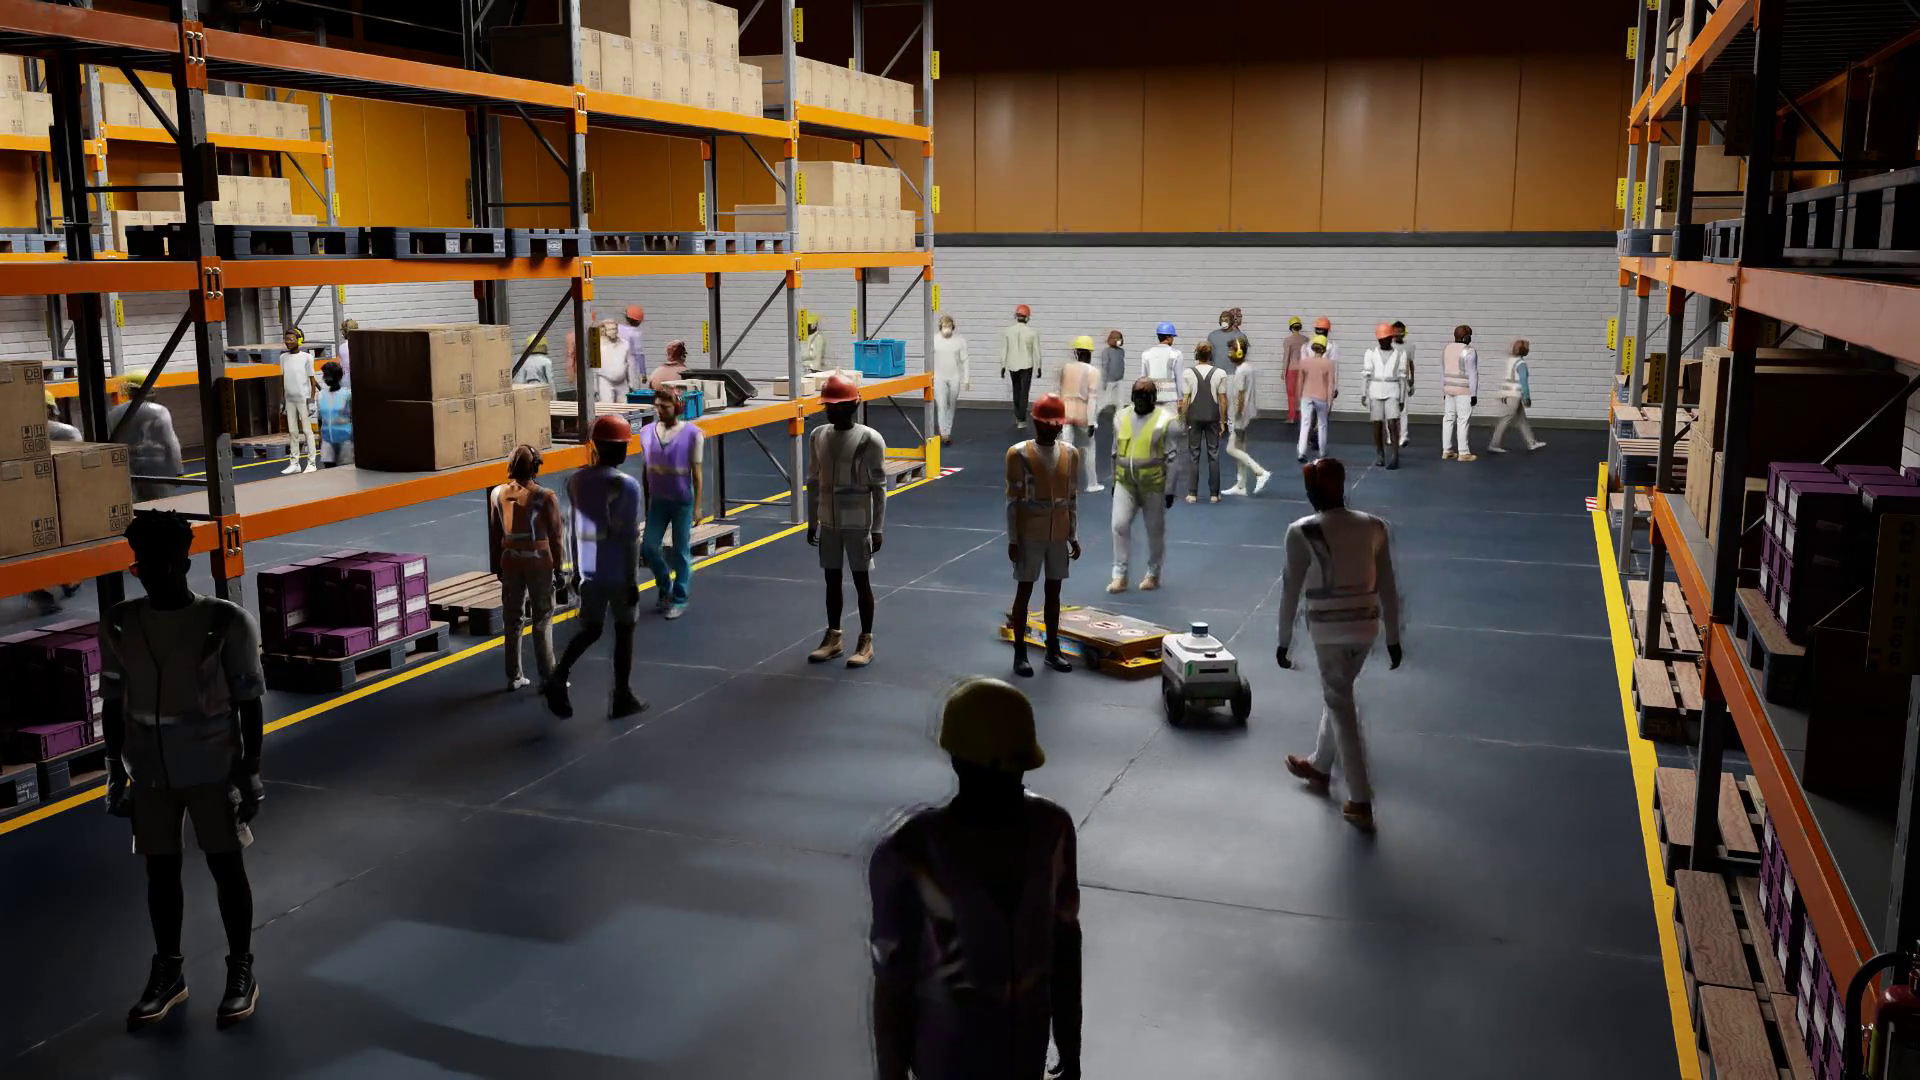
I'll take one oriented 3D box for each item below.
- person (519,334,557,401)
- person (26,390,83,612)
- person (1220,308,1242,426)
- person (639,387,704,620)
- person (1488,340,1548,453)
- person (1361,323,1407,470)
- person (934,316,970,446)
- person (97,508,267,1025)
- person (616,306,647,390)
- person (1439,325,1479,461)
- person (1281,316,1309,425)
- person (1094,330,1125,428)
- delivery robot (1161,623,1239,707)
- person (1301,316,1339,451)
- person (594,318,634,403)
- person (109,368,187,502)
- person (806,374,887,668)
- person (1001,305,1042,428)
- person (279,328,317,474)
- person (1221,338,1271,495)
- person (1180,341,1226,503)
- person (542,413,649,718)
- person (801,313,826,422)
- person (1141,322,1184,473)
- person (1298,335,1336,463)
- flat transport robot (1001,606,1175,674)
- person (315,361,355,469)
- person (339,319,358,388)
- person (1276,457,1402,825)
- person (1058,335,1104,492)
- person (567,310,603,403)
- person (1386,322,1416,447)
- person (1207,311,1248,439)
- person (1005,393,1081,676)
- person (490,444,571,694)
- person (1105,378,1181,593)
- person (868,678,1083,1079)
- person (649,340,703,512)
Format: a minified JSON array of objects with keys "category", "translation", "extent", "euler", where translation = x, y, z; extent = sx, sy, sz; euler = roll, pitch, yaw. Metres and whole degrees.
[{"category":"person","translation":[-5.739,-1.969,22.831],"extent":[0.508,1.700,0.856],"euler":[4,11,21]},{"category":"person","translation":[-7.391,-0.331,13.470],"extent":[0.629,1.782,0.905],"euler":[0,10,-1]},{"category":"person","translation":[4.434,-2.800,26.962],"extent":[0.406,1.911,0.639],"euler":[-2,10,-10]},{"category":"person","translation":[-2.252,-0.290,13.039],"extent":[0.584,1.829,0.442],"euler":[3,11,18]},{"category":"person","translation":[7.873,-2.011,23.409],"extent":[0.875,1.590,0.541],"euler":[1,10,4]},{"category":"person","translation":[5.570,-1.895,21.866],"extent":[0.560,1.906,0.652],"euler":[4,11,23]},{"category":"person","translation":[-0.175,-2.335,24.412],"extent":[0.651,1.884,1.012],"euler":[-1,10,-8]},{"category":"person","translation":[-2.918,0.851,6.246],"extent":[0.610,1.962,0.363],"euler":[0,10,-2]},{"category":"person","translation":[-5.175,-2.647,25.904],"extent":[0.708,1.988,0.405],"euler":[6,12,30]},{"category":"person","translation":[6.811,-1.999,22.638],"extent":[0.429,1.844,0.626],"euler":[-6,12,-29]},{"category":"person","translation":[5.468,-2.769,27.193],"extent":[0.528,1.764,0.328],"euler":[-5,11,-27]},{"category":"person","translation":[2.368,-2.503,26.136],"extent":[0.505,1.605,0.702],"euler":[-8,13,-39]},{"category":"delivery robot","translation":[1.501,0.763,10.443],"extent":[0.477,0.478,0.707],"euler":[-1,10,-6]},{"category":"person","translation":[5.064,-2.200,23.536],"extent":[0.578,1.925,0.608],"euler":[7,12,34]},{"category":"person","translation":[-4.968,-2.208,23.674],"extent":[0.669,1.890,0.487],"euler":[-8,13,-39]},{"category":"person","translation":[-7.370,-0.651,15.120],"extent":[0.597,1.812,0.427],"euler":[3,11,18]},{"category":"person","translation":[-0.813,-0.128,11.534],"extent":[0.615,2.041,0.392],"euler":[5,11,28]},{"category":"person","translation":[1.032,-2.816,26.913],"extent":[0.658,1.964,0.810],"euler":[4,11,21]},{"category":"person","translation":[-8.479,-1.765,21.268],"extent":[0.515,1.862,0.328],"euler":[2,10,12]},{"category":"person","translation":[3.337,-1.420,19.352],"extent":[0.506,1.850,0.560],"euler":[4,11,20]},{"category":"person","translation":[2.761,-1.330,18.882],"extent":[0.506,1.838,0.350],"euler":[1,10,7]},{"category":"person","translation":[-2.227,0.190,10.129],"extent":[0.558,1.917,0.704],"euler":[6,12,30]},{"category":"person","translation":[-2.357,-2.850,27.522],"extent":[0.796,1.809,0.589],"euler":[-6,12,-32]},{"category":"person","translation":[2.616,-1.824,21.375],"extent":[0.602,1.941,0.402],"euler":[7,12,34]},{"category":"person","translation":[4.799,-1.911,22.472],"extent":[0.523,1.726,0.898],"euler":[4,11,22]},{"category":"flat transport robot","translation":[0.982,0.689,11.922],"extent":[0.652,0.197,1.431],"euler":[-7,12,-36]},{"category":"person","translation":[-6.726,-1.114,18.112],"extent":[0.542,1.683,0.588],"euler":[2,10,12]},{"category":"person","translation":[-8.205,-2.039,22.613],"extent":[0.356,1.931,0.630],"euler":[2,10,14]},{"category":"person","translation":[1.944,0.491,8.611],"extent":[0.607,1.828,0.963],"euler":[-4,11,-20]},{"category":"person","translation":[1.331,-1.456,19.500],"extent":[0.602,1.881,0.933],"euler":[9,13,40]},{"category":"person","translation":[-5.725,-2.584,25.602],"extent":[0.631,1.951,0.523],"euler":[-5,11,-27]},{"category":"person","translation":[6.378,-2.264,24.212],"extent":[0.518,1.806,0.999],"euler":[2,10,8]},{"category":"person","translation":[4.011,-2.491,25.135],"extent":[0.628,1.940,0.373],"euler":[4,11,21]},{"category":"person","translation":[0.578,-0.042,11.354],"extent":[0.543,1.935,0.370],"euler":[-4,11,-21]},{"category":"person","translation":[-2.817,0.193,10.864],"extent":[0.525,1.639,0.307],"euler":[4,11,19]},{"category":"person","translation":[1.499,-0.443,13.933],"extent":[0.650,1.814,0.791],"euler":[6,12,30]},{"category":"person","translation":[0.020,1.247,4.212],"extent":[0.594,1.902,0.810],"euler":[-7,12,-33]},{"category":"person","translation":[-3.063,-1.223,18.125],"extent":[0.636,1.899,0.402],"euler":[5,11,28]}]
